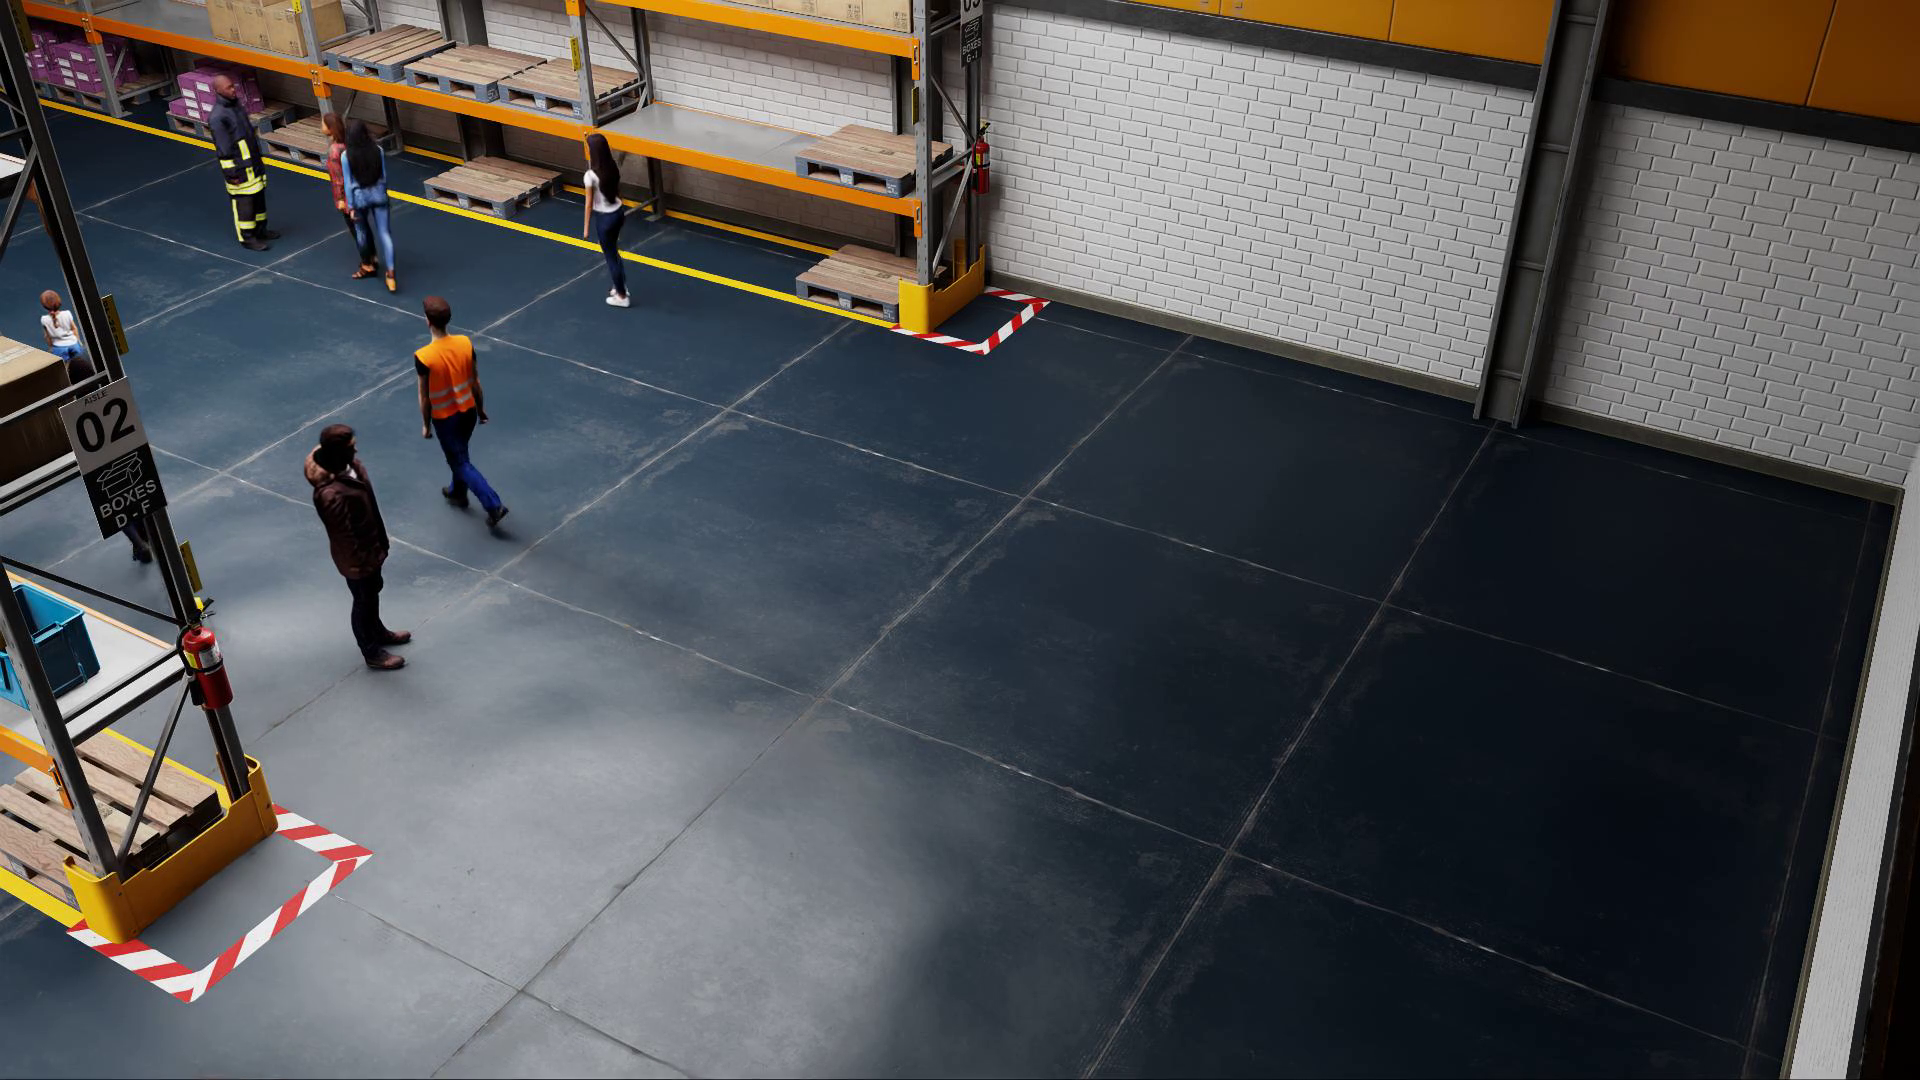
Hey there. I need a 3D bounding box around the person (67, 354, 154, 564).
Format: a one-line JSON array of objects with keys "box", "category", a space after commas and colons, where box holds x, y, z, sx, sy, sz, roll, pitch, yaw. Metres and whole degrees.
[{"box": [-6.236, -0.539, 12.307, 0.749, 1.727, 0.671, 29, 43, 36], "category": "person"}]

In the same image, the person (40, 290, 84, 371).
[{"box": [-7.941, -1.744, 14.759, 0.478, 1.020, 0.518, -17, 37, -24], "category": "person"}]

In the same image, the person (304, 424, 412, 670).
[{"box": [-4.116, 0.028, 11.347, 0.904, 1.846, 0.879, -3, 34, -5], "category": "person"}]

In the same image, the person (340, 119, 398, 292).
[{"box": [-5.800, -3.283, 16.478, 0.981, 1.680, 1.181, -19, 38, -26], "category": "person"}]

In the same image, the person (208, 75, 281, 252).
[{"box": [-7.530, -3.961, 17.370, 0.828, 1.821, 0.848, 4, 34, 5], "category": "person"}]

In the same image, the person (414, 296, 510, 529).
[{"box": [-3.849, -0.939, 12.792, 1.188, 1.856, 0.806, 24, 41, 32], "category": "person"}]

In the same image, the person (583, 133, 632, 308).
[{"box": [-3.327, -3.059, 16.061, 0.541, 1.768, 0.621, 17, 37, 23], "category": "person"}]

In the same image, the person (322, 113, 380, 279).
[{"box": [-6.146, -3.474, 16.746, 0.726, 1.702, 0.706, -1, 34, -2], "category": "person"}]
